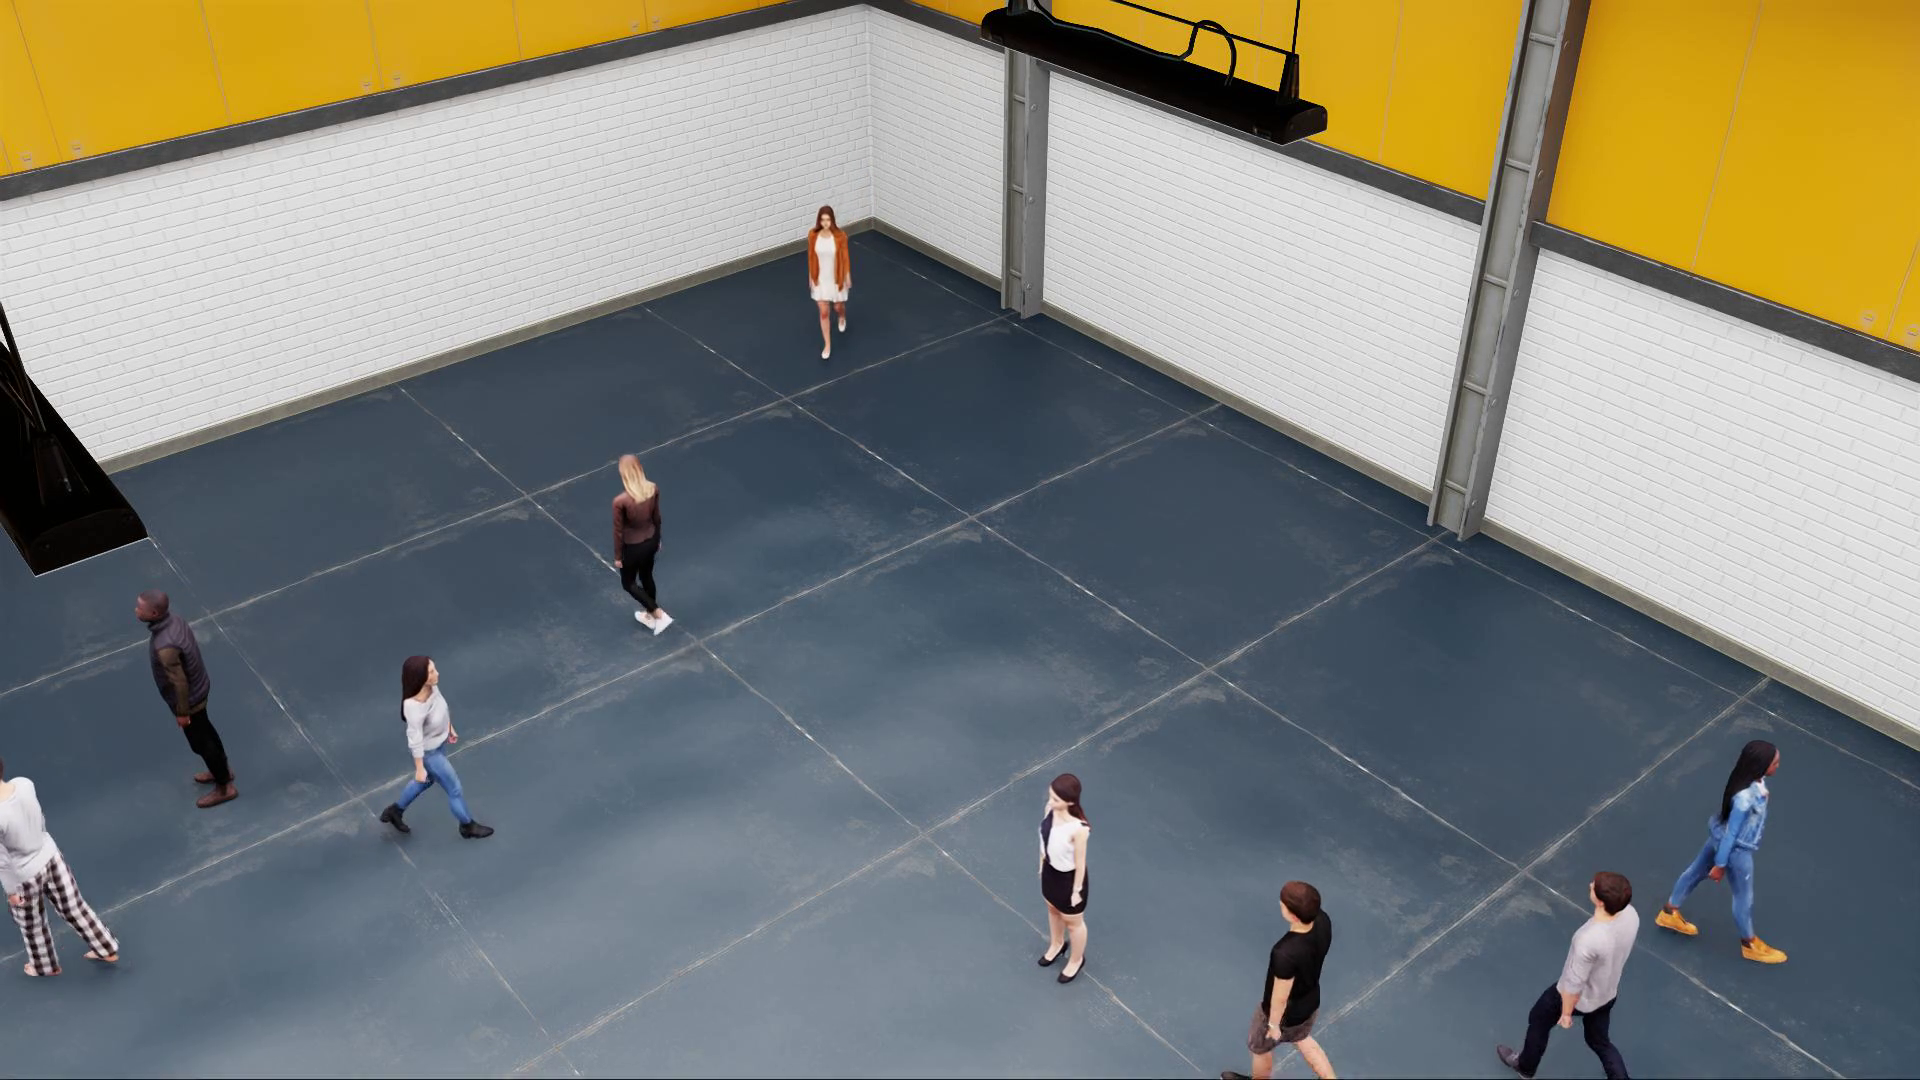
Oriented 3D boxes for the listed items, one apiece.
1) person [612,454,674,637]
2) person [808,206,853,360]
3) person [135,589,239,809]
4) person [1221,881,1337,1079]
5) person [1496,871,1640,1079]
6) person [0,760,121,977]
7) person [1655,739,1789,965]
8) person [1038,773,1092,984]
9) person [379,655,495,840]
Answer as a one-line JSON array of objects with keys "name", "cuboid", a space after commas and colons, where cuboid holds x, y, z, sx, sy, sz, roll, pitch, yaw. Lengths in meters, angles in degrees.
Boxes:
[{"name": "person", "cuboid": [-2.565, 0.088, 13.541, 0.849, 1.692, 0.714, 24, 41, 32]}, {"name": "person", "cuboid": [-1.402, -2.852, 17.961, 0.975, 1.694, 1.050, 2, 34, 3]}, {"name": "person", "cuboid": [-5.522, 1.109, 11.875, 0.824, 1.835, 0.625, -12, 36, -18]}, {"name": "person", "cuboid": [1.966, 2.680, 9.506, 1.075, 1.841, 0.750, 28, 43, 36]}, {"name": "person", "cuboid": [3.682, 2.658, 9.567, 0.782, 1.810, 1.188, -18, 37, -24]}, {"name": "person", "cuboid": [-5.792, 2.045, 10.458, 0.955, 1.843, 0.867, 8, 34, 12]}, {"name": "person", "cuboid": [4.870, 1.951, 10.742, 1.132, 1.688, 0.930, 14, 36, 19]}, {"name": "person", "cuboid": [0.664, 2.124, 10.516, 0.617, 1.649, 0.456, -22, 39, -29]}, {"name": "person", "cuboid": [-3.765, 1.474, 11.538, 1.029, 1.601, 1.051, -3, 34, -4]}]
